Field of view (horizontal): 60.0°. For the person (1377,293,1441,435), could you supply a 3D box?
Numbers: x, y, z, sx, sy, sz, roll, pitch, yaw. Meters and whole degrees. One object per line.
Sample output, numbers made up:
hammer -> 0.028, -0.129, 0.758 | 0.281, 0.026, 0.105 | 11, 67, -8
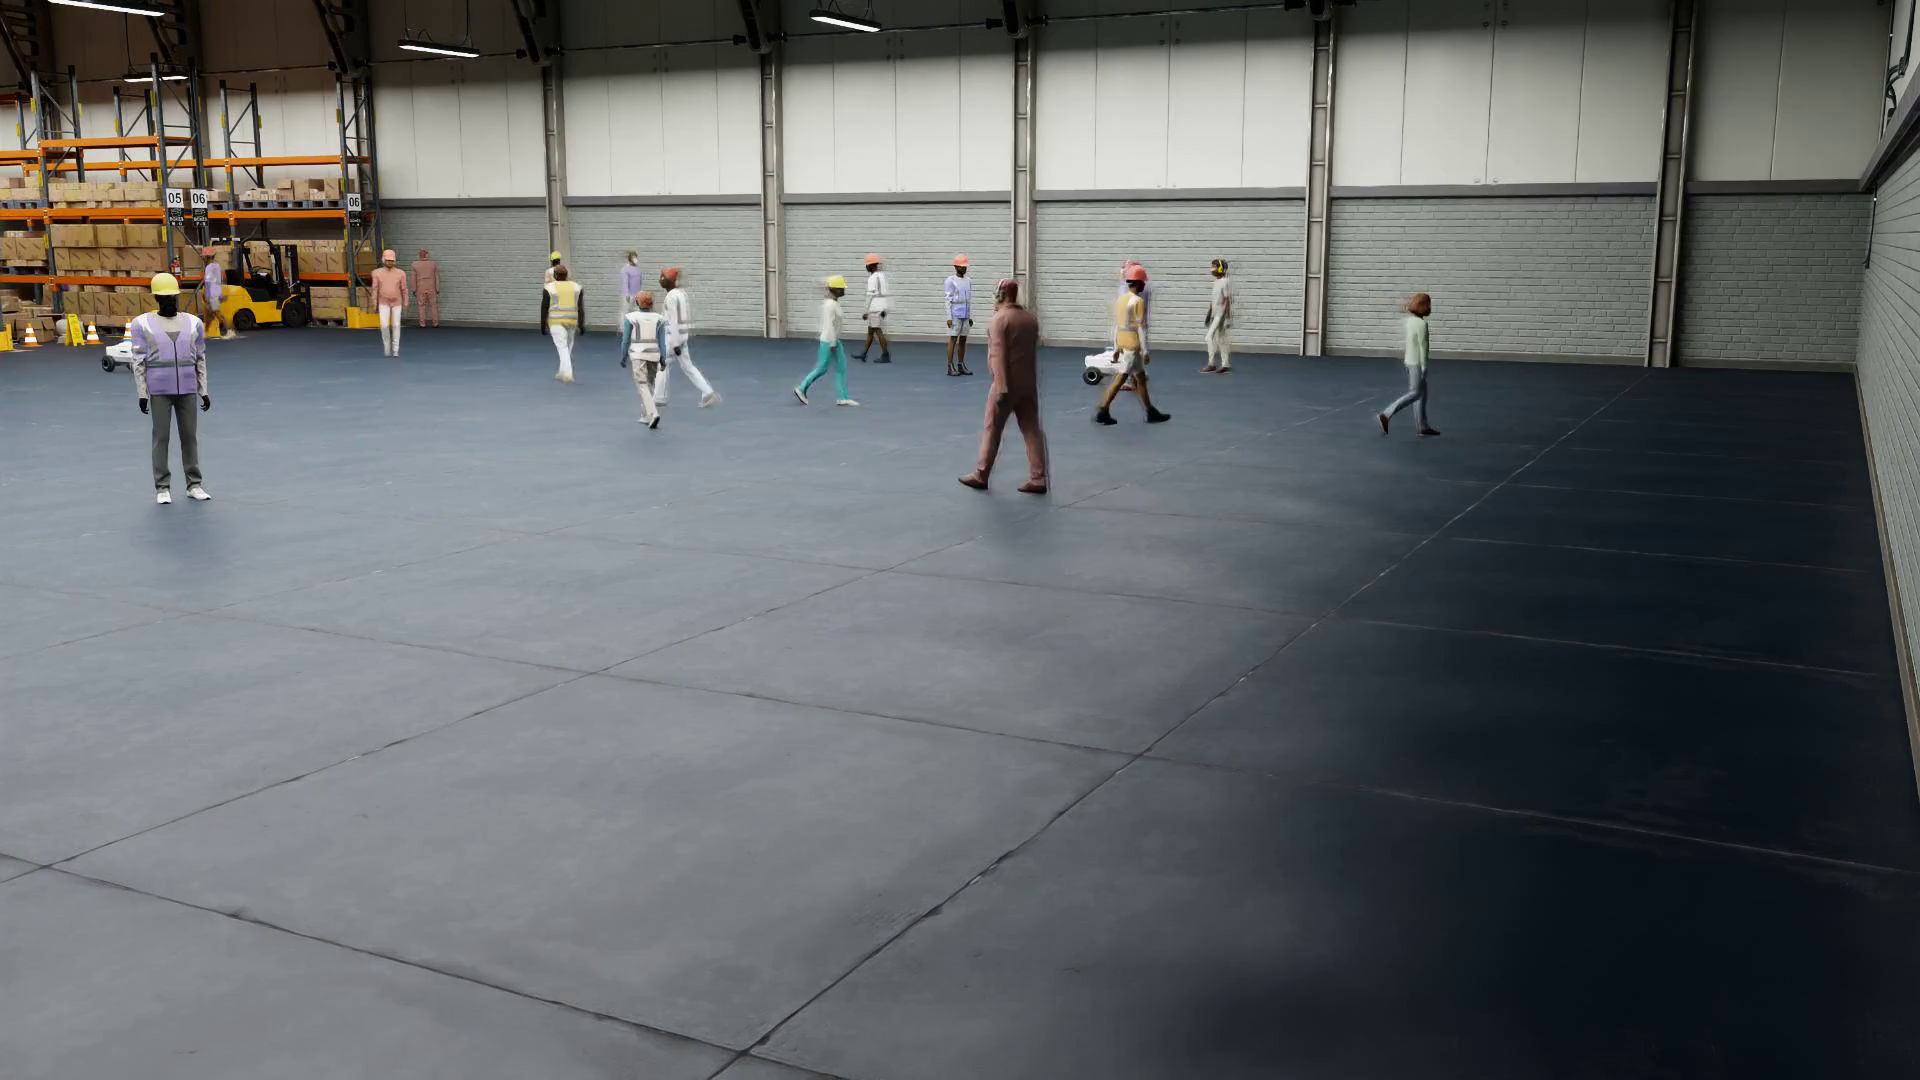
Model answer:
person -> 5.046, -1.954, 18.584 | 0.712, 1.607, 0.508 | 0, 10, -2

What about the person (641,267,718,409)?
person -> -3.628, -2.601, 21.495 | 0.963, 1.846, 0.577 | 1, 10, 6

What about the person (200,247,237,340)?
person -> -16.029, -5.281, 35.669 | 0.952, 2.003, 0.624 | -2, 11, -9

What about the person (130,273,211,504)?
person -> -6.618, -1.273, 13.995 | 0.587, 1.927, 0.369 | -10, 14, -42

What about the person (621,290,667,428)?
person -> -3.677, -2.123, 19.507 | 0.513, 1.608, 0.786 | -8, 13, -36

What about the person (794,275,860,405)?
person -> -1.773, -2.628, 21.919 | 0.818, 1.734, 0.534 | 2, 11, 10

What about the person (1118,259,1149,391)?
person -> 2.444, -3.096, 24.019 | 0.427, 1.891, 0.675 | 7, 13, 34

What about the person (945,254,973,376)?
person -> 0.011, -3.590, 26.601 | 0.369, 1.935, 0.552 | 10, 14, 43

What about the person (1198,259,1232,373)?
person -> 4.118, -3.637, 27.087 | 0.693, 1.847, 0.546 | -1, 10, -5

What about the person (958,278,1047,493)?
person -> 0.402, -1.346, 14.578 | 0.944, 1.856, 0.657 | 9, 13, 39

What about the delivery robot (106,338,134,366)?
delivery robot -> -13.665, -3.075, 27.309 | 0.707, 0.478, 0.477 | 5, 12, 27

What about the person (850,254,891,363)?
person -> -1.584, -4.062, 29.260 | 0.808, 1.902, 0.569 | 2, 11, 13

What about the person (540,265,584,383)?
person -> -6.093, -3.318, 25.509 | 0.639, 1.801, 0.944 | -7, 12, -33

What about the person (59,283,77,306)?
person -> -21.687, -6.069, 40.409 | 0.499, 1.829, 0.593 | 5, 11, 25

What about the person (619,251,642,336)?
person -> -7.180, -5.392, 36.586 | 1.042, 1.882, 0.653 | 7, 13, 34

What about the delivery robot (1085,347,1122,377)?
delivery robot -> 2.251, -2.667, 25.085 | 0.707, 0.478, 0.477 | 2, 11, 10

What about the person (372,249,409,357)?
person -> -10.453, -4.339, 30.573 | 0.641, 1.972, 0.613 | -4, 11, -22

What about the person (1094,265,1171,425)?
person -> 2.036, -2.305, 19.745 | 1.021, 1.888, 0.560 | -3, 11, -17

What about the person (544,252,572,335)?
person -> -8.785, -5.328, 36.254 | 0.612, 1.868, 1.007 | -10, 14, -43

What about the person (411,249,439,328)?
person -> -12.916, -6.066, 40.196 | 0.642, 1.905, 0.399 | -4, 11, -21
